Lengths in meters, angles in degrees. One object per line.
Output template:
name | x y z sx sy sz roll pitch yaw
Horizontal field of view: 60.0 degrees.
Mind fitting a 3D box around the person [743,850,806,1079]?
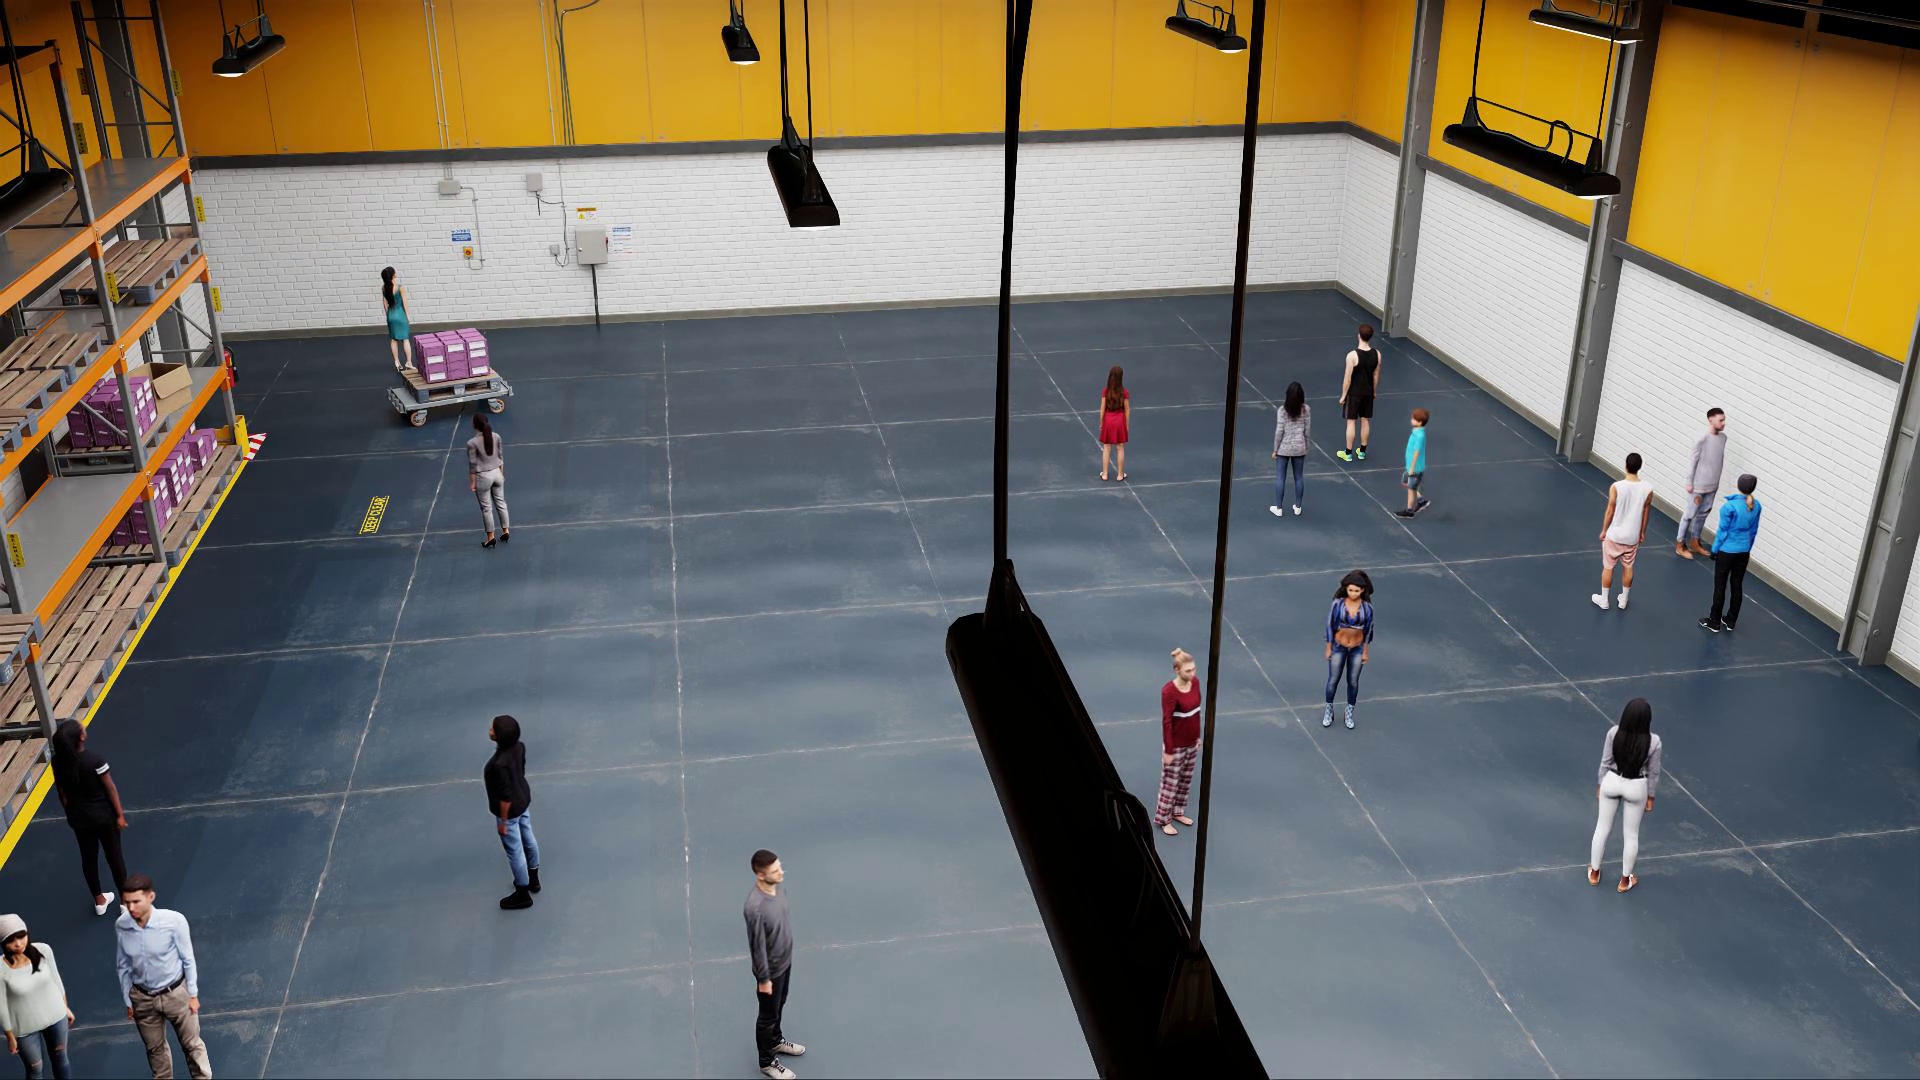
person | -1.301 2.894 11.452 0.750 1.761 0.604 5 24 11

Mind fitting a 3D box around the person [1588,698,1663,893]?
person | 5.374 2.038 13.458 0.670 1.724 0.706 13 27 26

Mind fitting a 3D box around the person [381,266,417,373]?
person | -8.840 -3.472 26.111 0.598 1.685 0.580 4 24 9

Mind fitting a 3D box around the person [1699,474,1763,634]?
person | 8.247 0.131 17.728 0.617 1.797 0.518 -3 24 -7

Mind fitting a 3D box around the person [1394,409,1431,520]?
person | 5.711 -0.944 20.628 0.711 1.445 0.674 5 24 11

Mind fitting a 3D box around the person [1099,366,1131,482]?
person | 2.025 -1.537 21.849 0.626 1.553 0.682 3 24 7

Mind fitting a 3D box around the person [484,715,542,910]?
person | -3.555 2.142 13.247 0.690 1.702 0.573 4 24 8

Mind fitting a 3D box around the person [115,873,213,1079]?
person | -5.312 3.015 11.068 0.648 1.848 0.611 -3 24 -6

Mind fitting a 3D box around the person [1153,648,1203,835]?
person | 1.889 1.713 14.233 0.693 1.699 0.695 -21 31 -39

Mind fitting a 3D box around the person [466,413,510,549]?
person | -5.624 -0.716 19.815 0.758 1.677 0.717 20 31 39

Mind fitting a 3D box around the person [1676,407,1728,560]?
person | 8.739 -0.694 19.563 0.727 1.839 0.660 -10 26 -22

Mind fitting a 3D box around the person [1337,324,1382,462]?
person | 5.403 -1.991 22.463 0.685 1.892 0.600 -6 24 -13

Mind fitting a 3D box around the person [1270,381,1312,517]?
person | 4.122 -1.142 20.722 0.617 1.732 0.525 -3 24 -6

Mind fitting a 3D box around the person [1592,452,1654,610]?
person | 7.273 -0.091 18.251 0.685 1.786 0.615 0 24 1

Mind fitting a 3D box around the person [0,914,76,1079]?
person | -6.089 3.167 10.973 0.692 1.645 0.639 17 29 33

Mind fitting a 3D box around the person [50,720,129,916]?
person | -6.841 2.181 13.124 0.665 1.728 0.649 2 24 4

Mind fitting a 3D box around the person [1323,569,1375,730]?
person | 3.698 1.044 15.868 0.674 1.614 0.662 4 24 10
